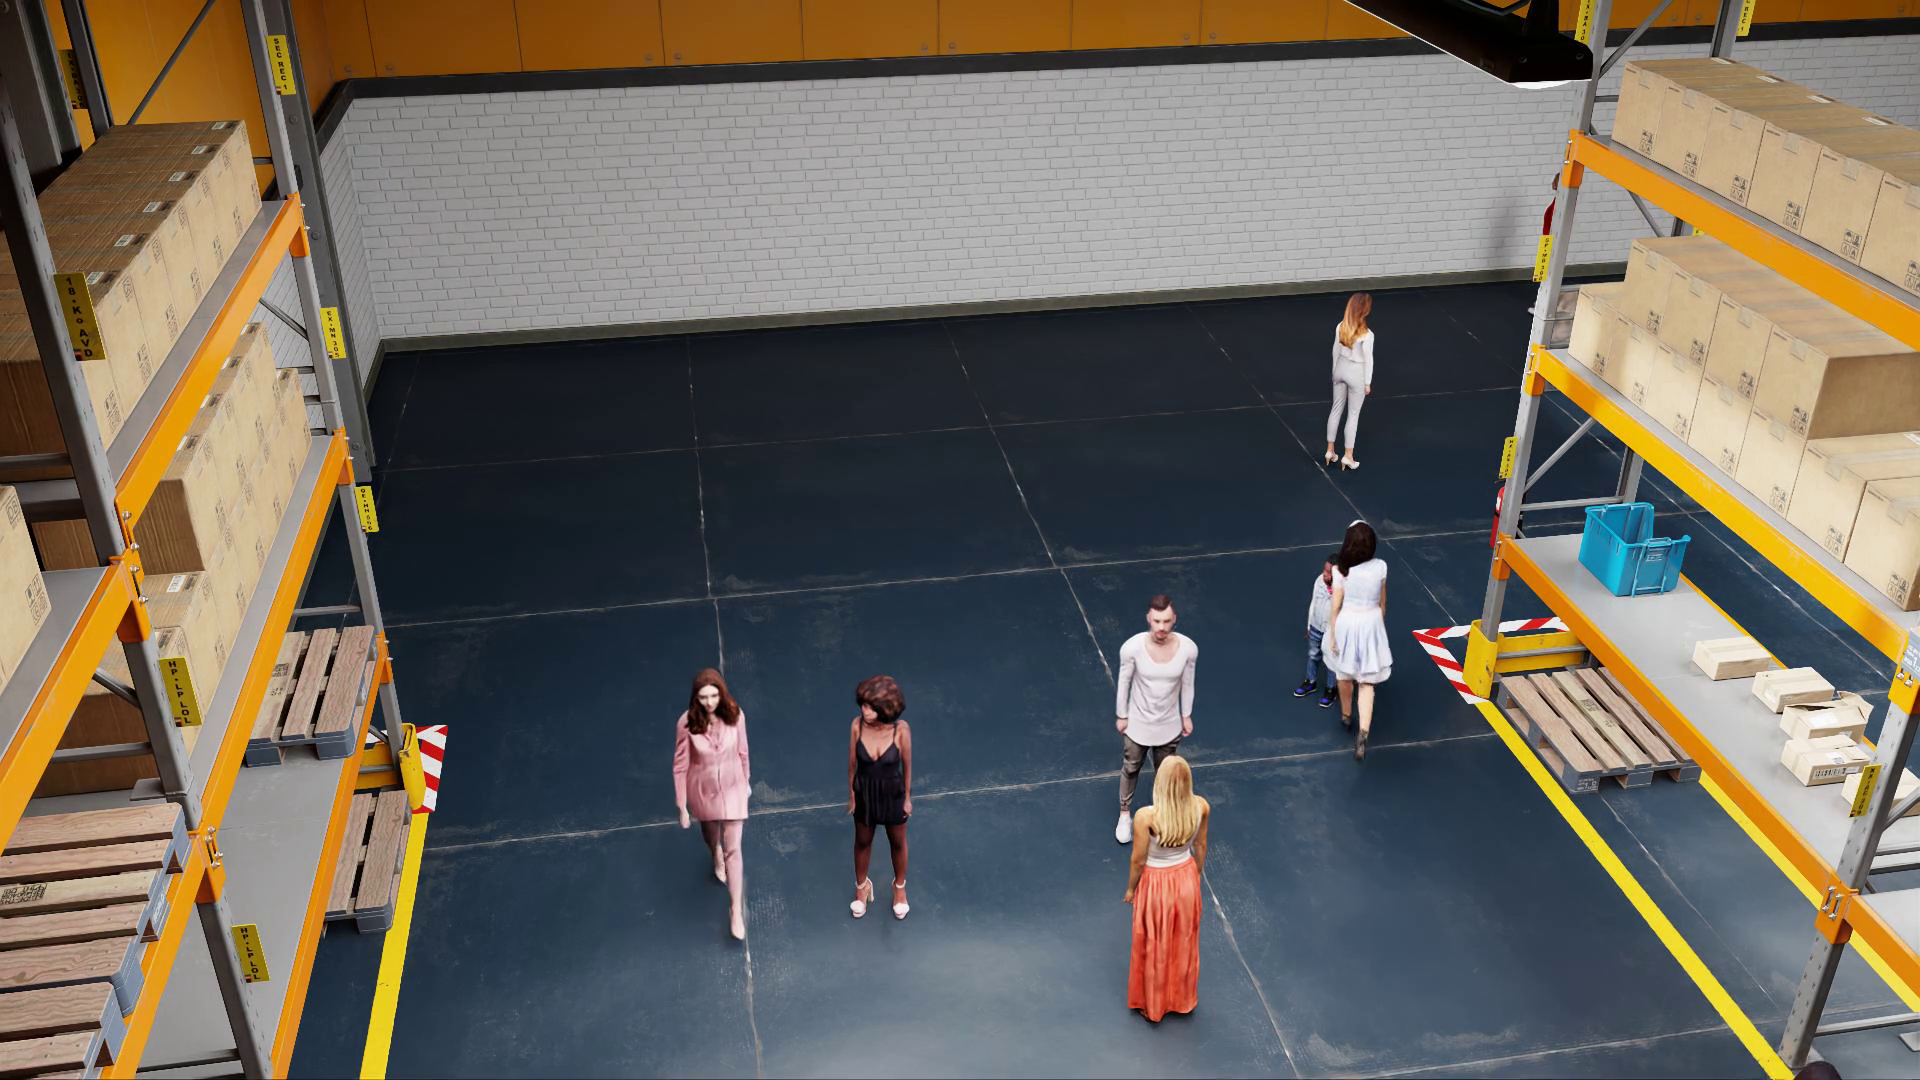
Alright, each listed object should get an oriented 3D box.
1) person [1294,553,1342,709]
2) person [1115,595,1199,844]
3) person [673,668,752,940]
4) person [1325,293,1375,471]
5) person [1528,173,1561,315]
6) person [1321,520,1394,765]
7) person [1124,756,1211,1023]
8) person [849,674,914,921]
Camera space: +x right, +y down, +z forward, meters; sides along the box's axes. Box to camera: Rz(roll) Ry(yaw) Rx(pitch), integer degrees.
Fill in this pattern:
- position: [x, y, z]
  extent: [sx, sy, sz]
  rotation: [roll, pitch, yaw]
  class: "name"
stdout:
- position: [2.771, 0.644, 12.471]
  extent: [0.554, 1.259, 0.623]
  rotation: [23, 36, 36]
  class: "person"
- position: [1.267, 1.157, 10.923]
  extent: [0.689, 1.840, 0.590]
  rotation: [-2, 29, -3]
  class: "person"
- position: [-1.531, 1.524, 10.345]
  extent: [0.682, 1.750, 1.114]
  rotation: [-7, 29, -12]
  class: "person"
- position: [3.726, -1.517, 15.904]
  extent: [0.728, 1.766, 0.629]
  rotation: [-23, 36, -36]
  class: "person"
- position: [6.996, -3.487, 19.580]
  extent: [0.733, 1.704, 0.670]
  rotation: [18, 33, 30]
  class: "person"
- position: [2.806, 0.758, 11.718]
  extent: [0.840, 1.781, 1.170]
  rotation: [4, 29, 7]
  class: "person"
- position: [1.177, 1.983, 9.448]
  extent: [0.651, 1.803, 0.604]
  rotation: [-8, 30, -14]
  class: "person"
- position: [-0.487, 1.578, 10.209]
  extent: [0.632, 1.787, 0.646]
  rotation: [3, 29, 6]
  class: "person"
